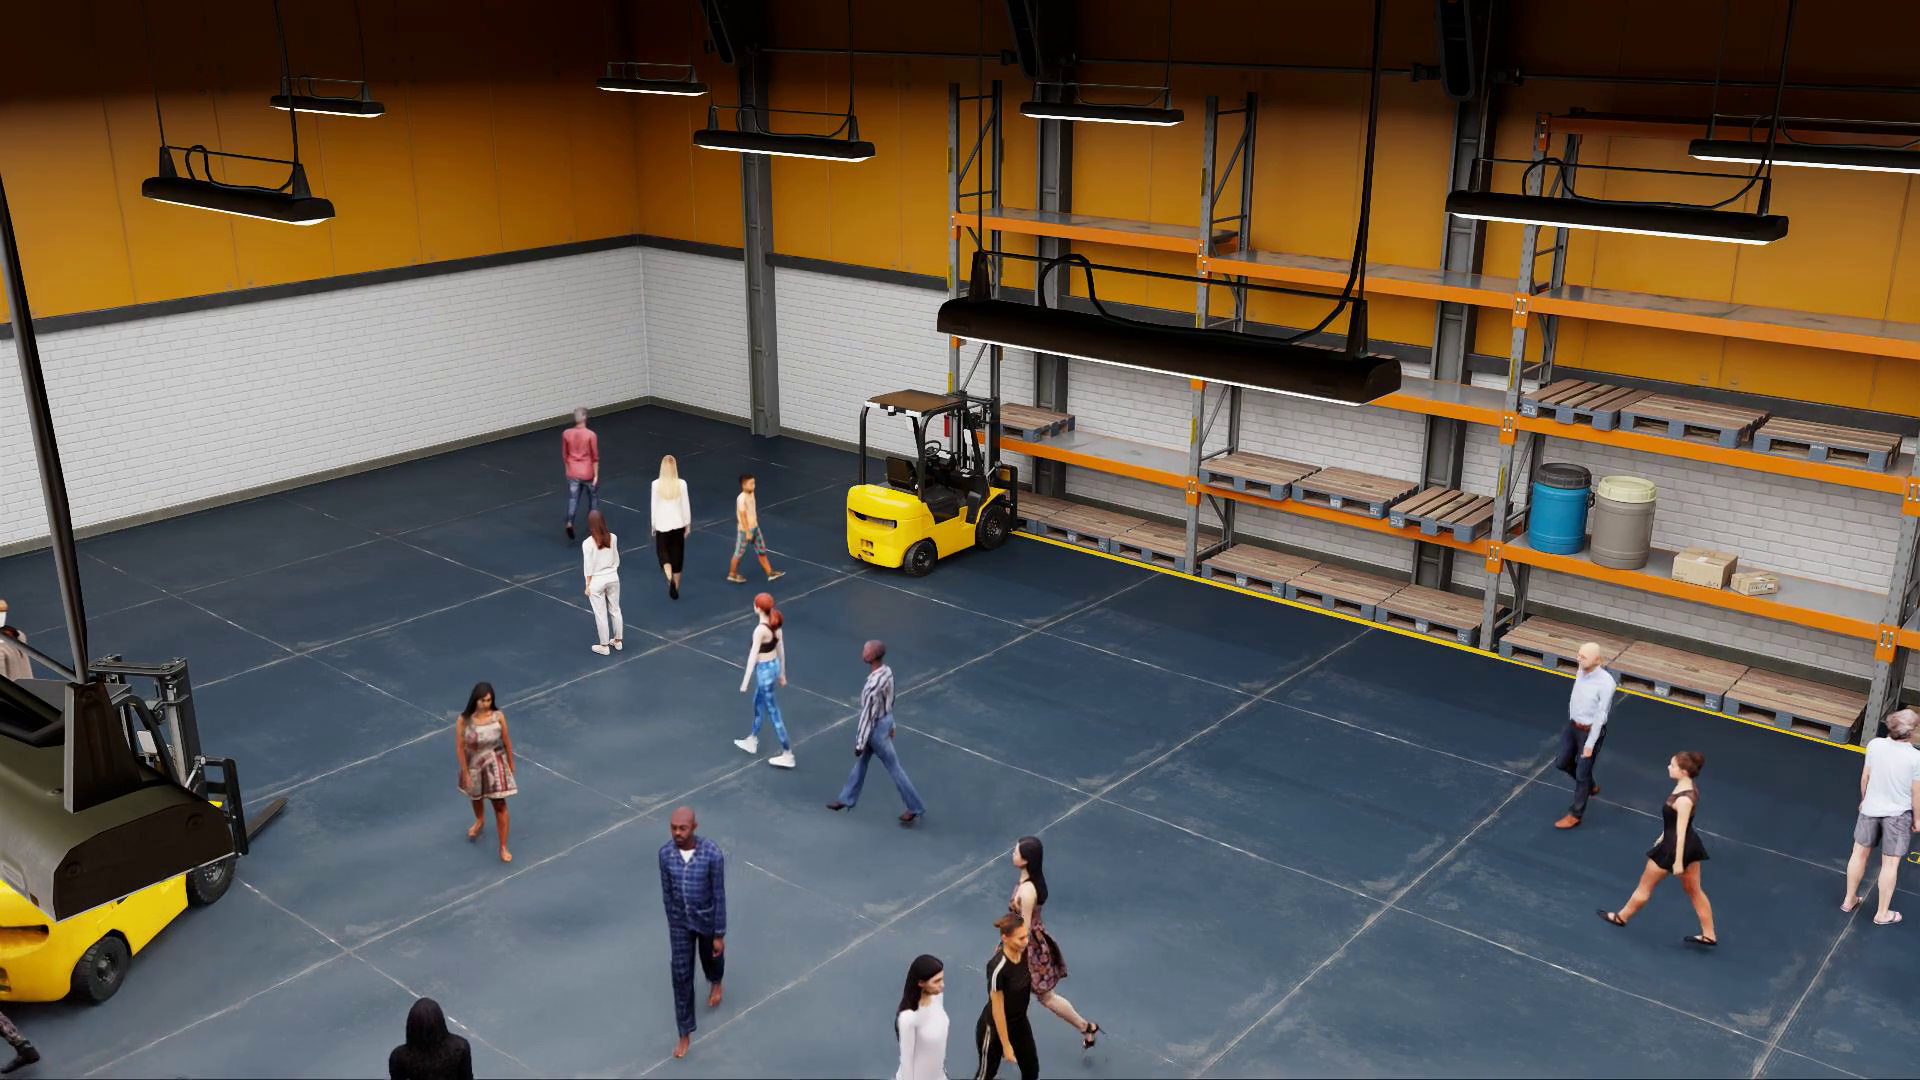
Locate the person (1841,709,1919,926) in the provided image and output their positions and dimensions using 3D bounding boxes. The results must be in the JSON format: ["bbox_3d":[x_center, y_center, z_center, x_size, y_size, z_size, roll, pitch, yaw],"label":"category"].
[{"bbox_3d":[7.468,2.211,13.421,0.755,1.832,0.578,-13,23,-35],"label":"person"}]

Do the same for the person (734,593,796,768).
[{"bbox_3d":[-1.773,1.381,16.003,1.042,1.758,0.758,8,20,21],"label":"person"}]

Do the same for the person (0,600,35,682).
[{"bbox_3d":[-8.913,1.437,15.629,0.879,1.888,0.819,-2,19,-5],"label":"person"}]

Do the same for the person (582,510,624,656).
[{"bbox_3d":[-4.036,0.468,18.820,0.553,1.688,0.605,18,25,42],"label":"person"}]

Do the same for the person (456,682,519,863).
[{"bbox_3d":[-4.172,1.968,14.529,1.026,1.584,1.161,-4,19,-11],"label":"person"}]

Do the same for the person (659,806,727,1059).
[{"bbox_3d":[-1.883,2.713,12.032,1.207,1.767,1.196,1,19,2],"label":"person"}]

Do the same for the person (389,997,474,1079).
[{"bbox_3d":[-3.071,3.502,9.799,0.960,1.696,1.176,-7,20,-19],"label":"person"}]

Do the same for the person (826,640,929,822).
[{"bbox_3d":[-0.639,1.766,14.890,1.276,1.738,1.059,3,19,9],"label":"person"}]

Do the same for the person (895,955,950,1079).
[{"bbox_3d":[-0.304,3.310,10.217,0.690,1.794,0.676,11,22,30],"label":"person"}]

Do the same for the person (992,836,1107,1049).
[{"bbox_3d":[0.558,2.886,11.562,1.205,1.739,1.017,2,19,6],"label":"person"}]

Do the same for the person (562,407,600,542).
[{"bbox_3d":[-5.189,-0.883,22.651,1.167,1.804,1.130,2,19,6],"label":"person"}]

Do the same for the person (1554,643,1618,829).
[{"bbox_3d":[5.666,1.743,14.897,0.900,1.777,0.876,-6,20,-18],"label":"person"}]

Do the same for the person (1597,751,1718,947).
[{"bbox_3d":[5.699,2.458,13.017,1.157,1.622,0.700,11,22,30],"label":"person"}]

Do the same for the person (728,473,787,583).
[{"bbox_3d":[-2.745,-0.130,21.003,1.050,1.428,0.791,6,20,17],"label":"person"}]

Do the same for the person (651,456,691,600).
[{"bbox_3d":[-3.515,-0.102,20.259,0.820,1.851,0.885,-5,19,-14],"label":"person"}]

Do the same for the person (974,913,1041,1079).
[{"bbox_3d":[0.215,3.158,10.903,0.818,1.644,0.569,15,24,38],"label":"person"}]
